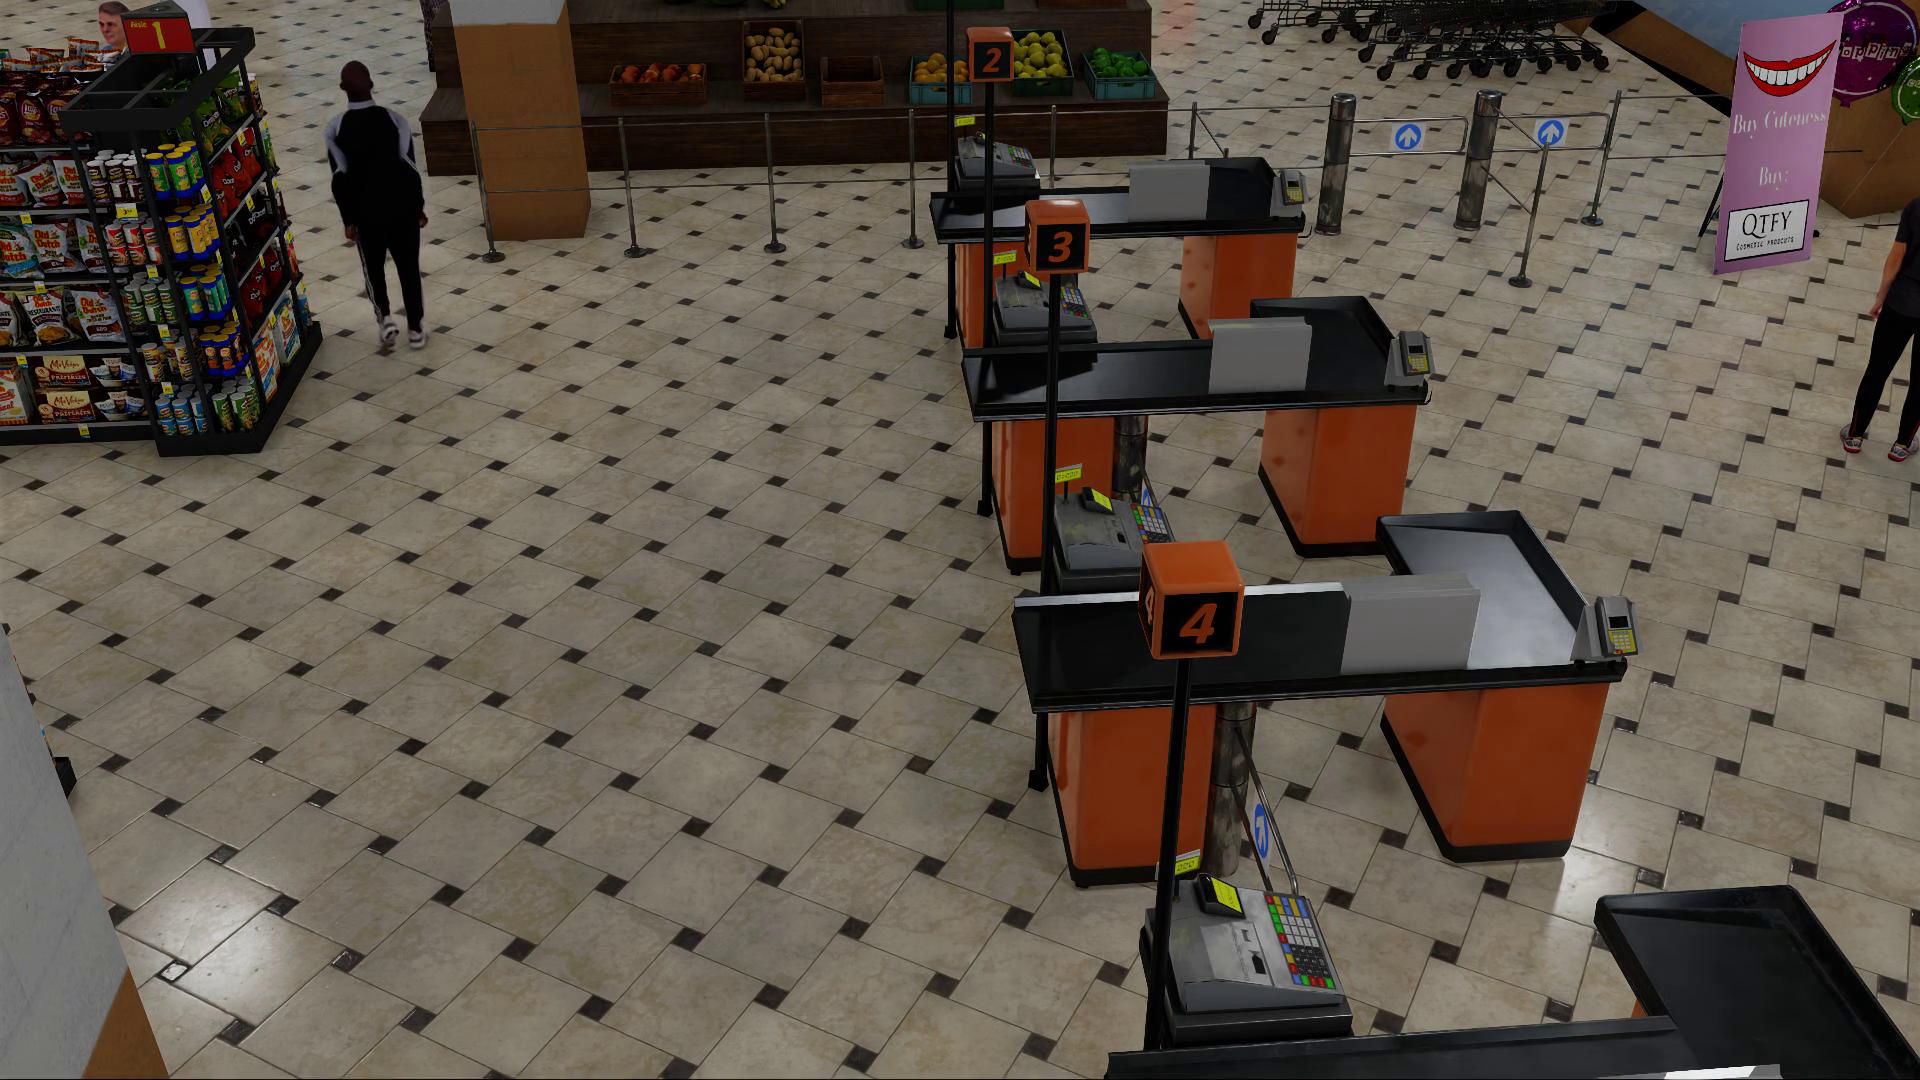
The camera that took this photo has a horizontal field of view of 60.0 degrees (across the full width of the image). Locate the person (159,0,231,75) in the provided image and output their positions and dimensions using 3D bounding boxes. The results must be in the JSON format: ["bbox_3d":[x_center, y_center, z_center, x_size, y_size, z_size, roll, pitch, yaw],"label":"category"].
[{"bbox_3d":[-7.162,-5.216,15.220,0.841,1.926,0.803,-27,41,-36],"label":"person"}]

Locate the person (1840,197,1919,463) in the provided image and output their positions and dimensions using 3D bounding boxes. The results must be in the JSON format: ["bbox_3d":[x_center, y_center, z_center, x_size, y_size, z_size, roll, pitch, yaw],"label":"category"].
[{"bbox_3d":[5.215,-1.265,9.023,0.682,1.764,0.783,17,36,25],"label":"person"}]

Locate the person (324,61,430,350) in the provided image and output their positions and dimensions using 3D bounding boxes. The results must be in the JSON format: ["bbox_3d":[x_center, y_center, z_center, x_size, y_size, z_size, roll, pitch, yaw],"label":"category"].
[{"bbox_3d":[-3.511,-1.980,10.125,0.722,1.815,0.792,-8,33,-13],"label":"person"}]
